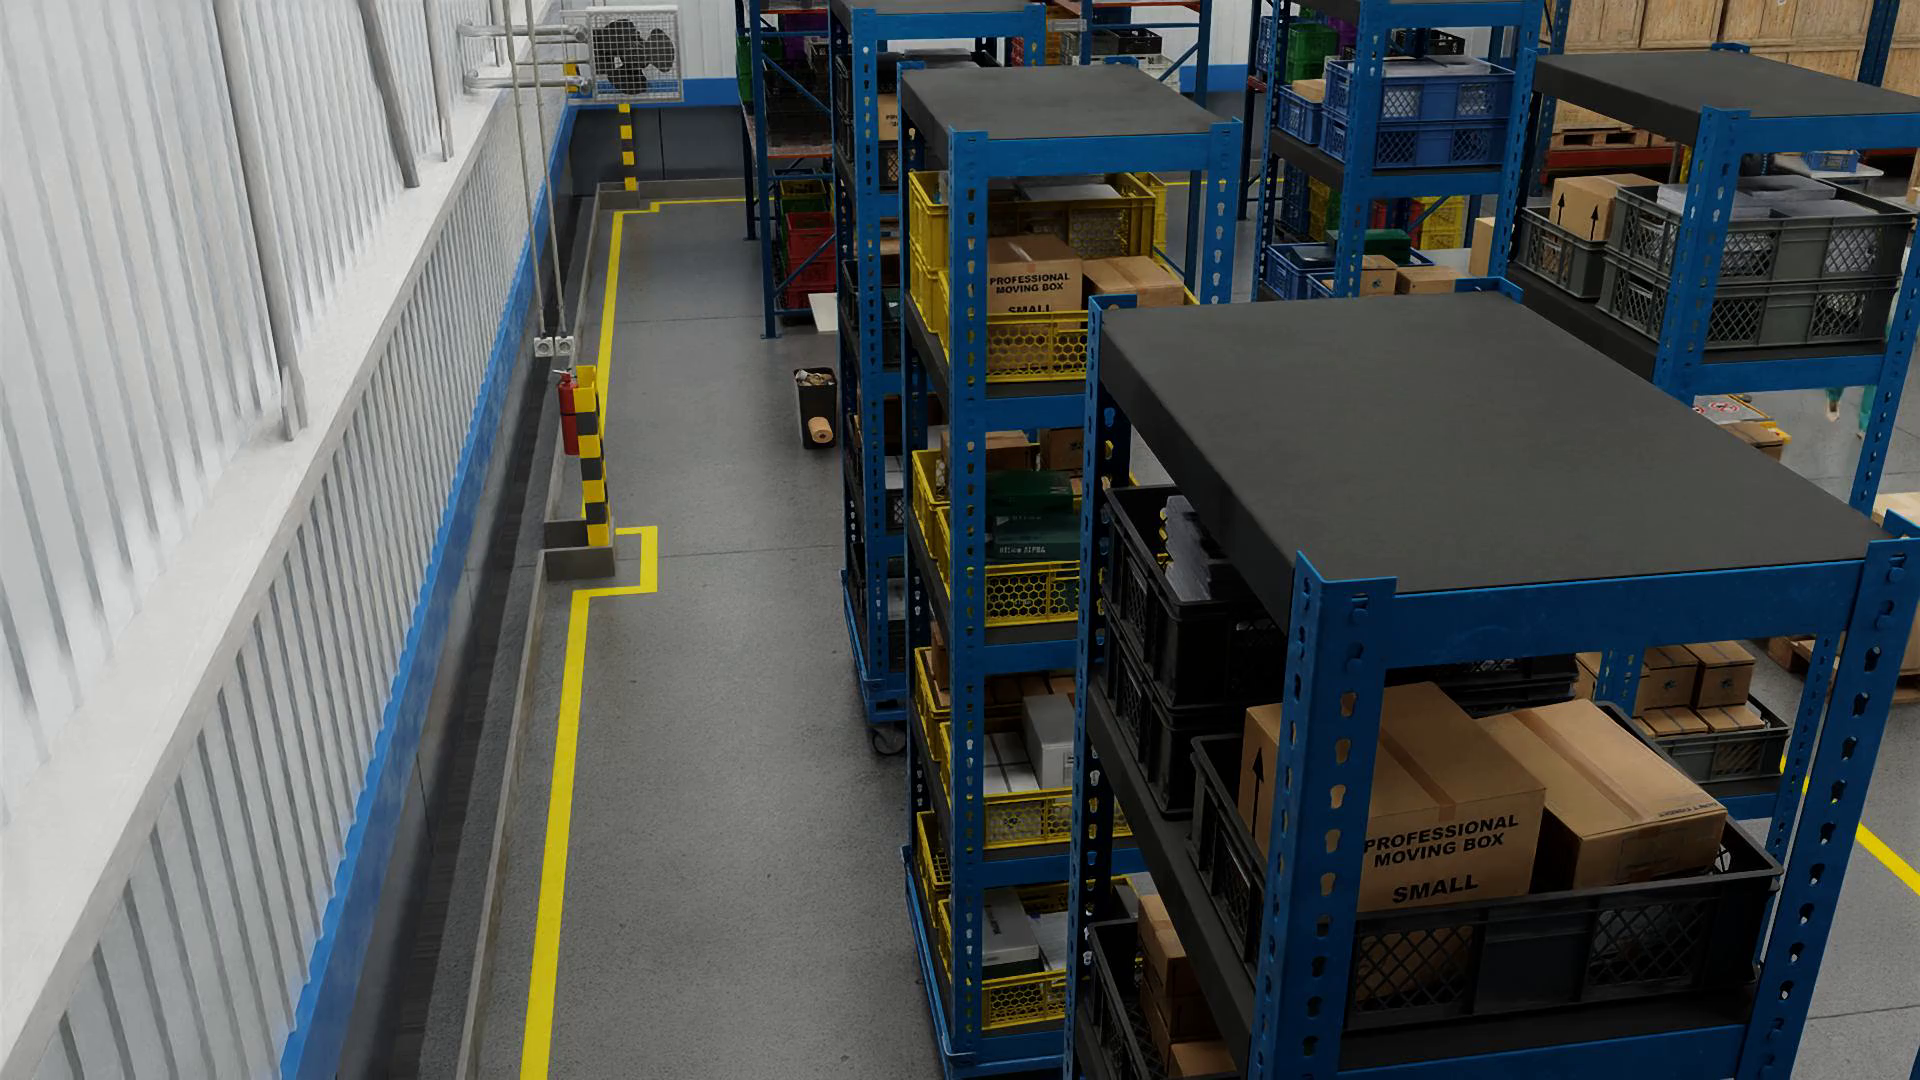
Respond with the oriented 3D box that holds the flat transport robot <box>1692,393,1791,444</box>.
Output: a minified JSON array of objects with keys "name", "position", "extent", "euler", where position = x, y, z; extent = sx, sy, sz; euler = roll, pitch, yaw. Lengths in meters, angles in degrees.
[{"name":"flat transport robot","position":[5.224,-0.859,12.132],"extent":[1.431,0.197,0.652],"euler":[-4,25,-8]}]

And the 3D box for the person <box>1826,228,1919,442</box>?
[{"name":"person","position":[6.536,-1.549,11.908],"extent":[0.616,1.743,0.495],"euler":[4,25,8]}]

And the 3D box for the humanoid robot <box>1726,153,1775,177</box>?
[{"name":"humanoid robot","position":[7.119,-2.984,15.099],"extent":[0.575,1.652,0.348],"euler":[-8,26,-17]}]
